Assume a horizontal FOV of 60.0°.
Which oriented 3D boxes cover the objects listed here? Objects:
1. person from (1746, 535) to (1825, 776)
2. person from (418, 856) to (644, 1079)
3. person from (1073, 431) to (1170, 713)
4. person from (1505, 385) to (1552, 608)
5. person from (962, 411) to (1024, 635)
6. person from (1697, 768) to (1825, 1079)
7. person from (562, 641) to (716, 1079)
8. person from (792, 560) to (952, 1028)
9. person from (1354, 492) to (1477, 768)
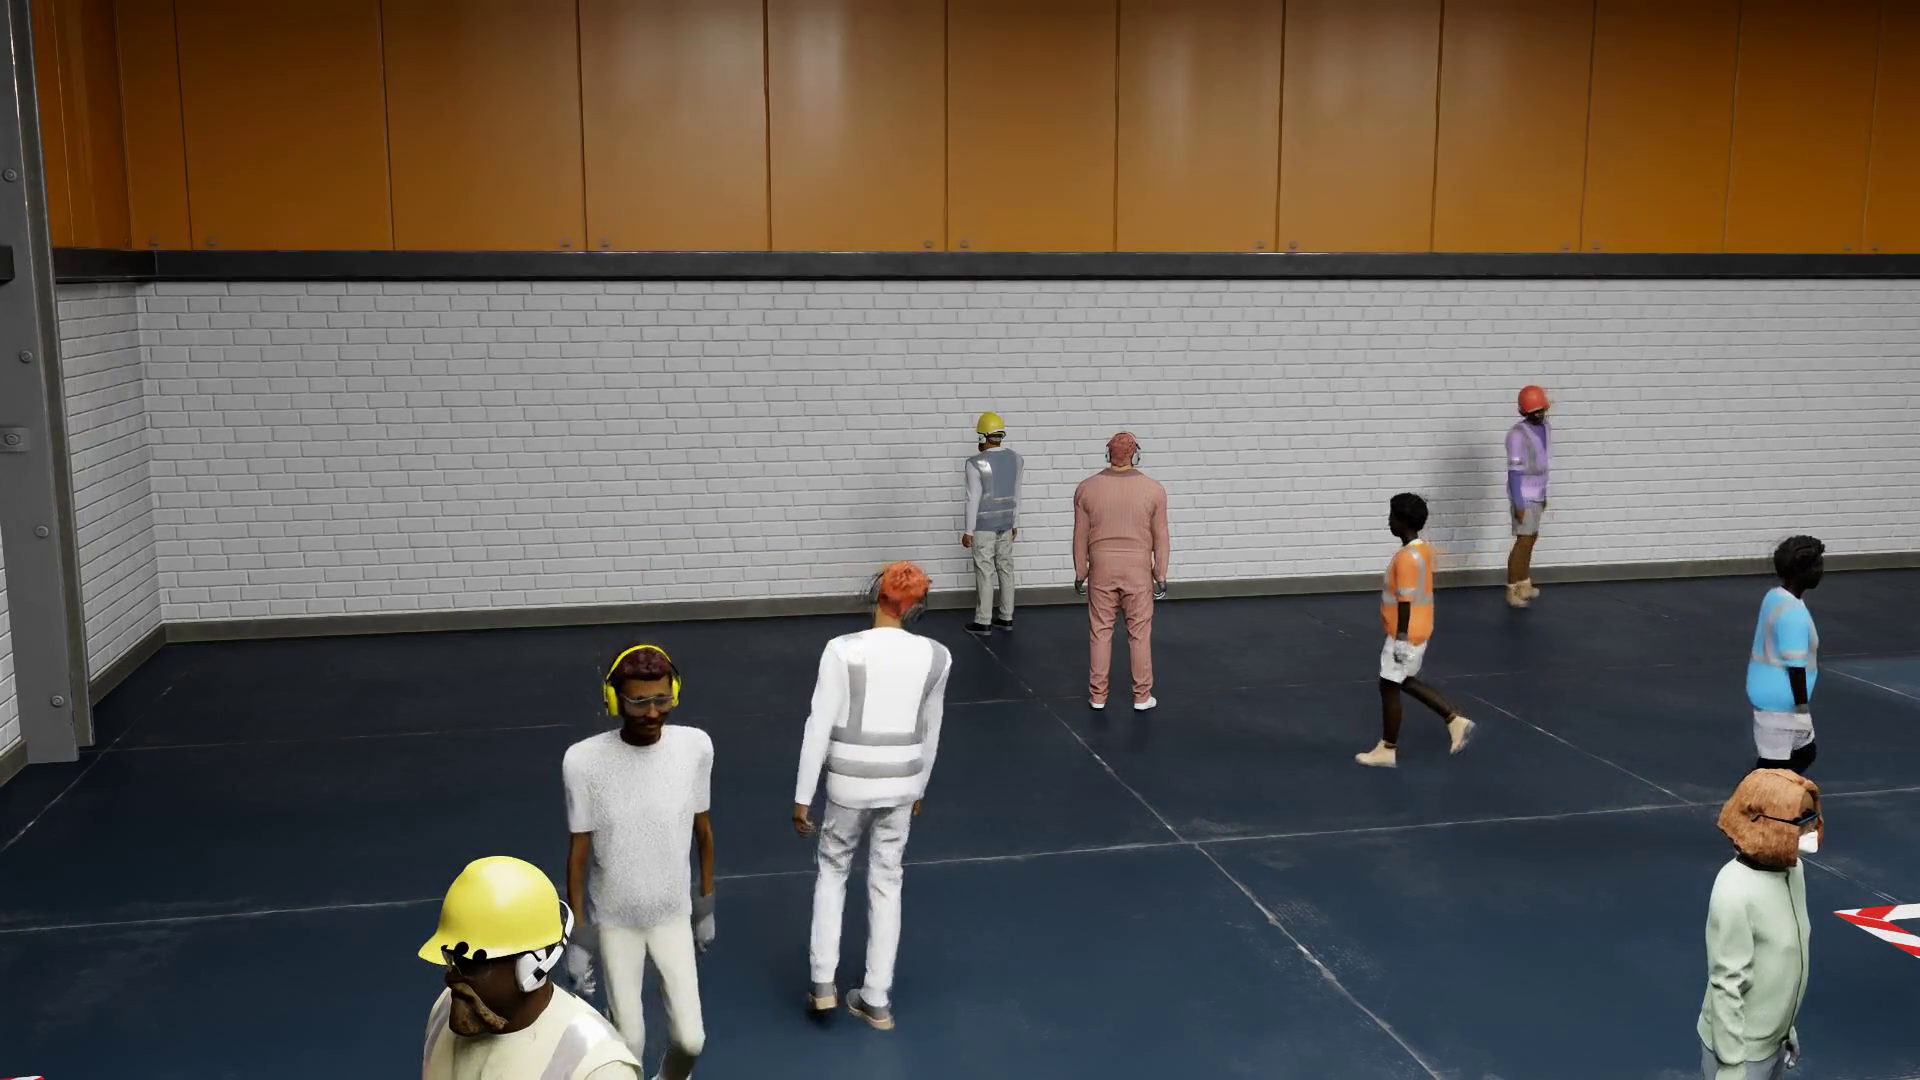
[{"bbox_3d":[4.147,0.806,8.326,0.396,1.682,0.557,3,10,19],"label":"person"},{"bbox_3d":[-0.920,1.535,3.448,0.589,1.834,0.403,6,11,35],"label":"person"},{"bbox_3d":[1.092,0.217,11.264,0.651,1.906,0.403,2,9,10],"label":"person"},{"bbox_3d":[5.098,-0.392,14.777,0.379,1.992,0.833,8,13,42],"label":"person"},{"bbox_3d":[0.248,-0.137,13.645,0.590,1.833,0.404,-8,12,-41],"label":"person"},{"bbox_3d":[2.241,1.431,4.691,0.279,1.633,0.500,8,13,42],"label":"person"},{"bbox_3d":[-1.021,1.222,5.318,0.506,1.848,0.413,-3,10,-19],"label":"person"},{"bbox_3d":[-0.345,1.006,6.635,0.678,1.849,0.446,-4,10,-21],"label":"person"},{"bbox_3d":[2.733,0.552,9.920,0.612,1.683,0.538,4,10,24],"label":"person"}]
